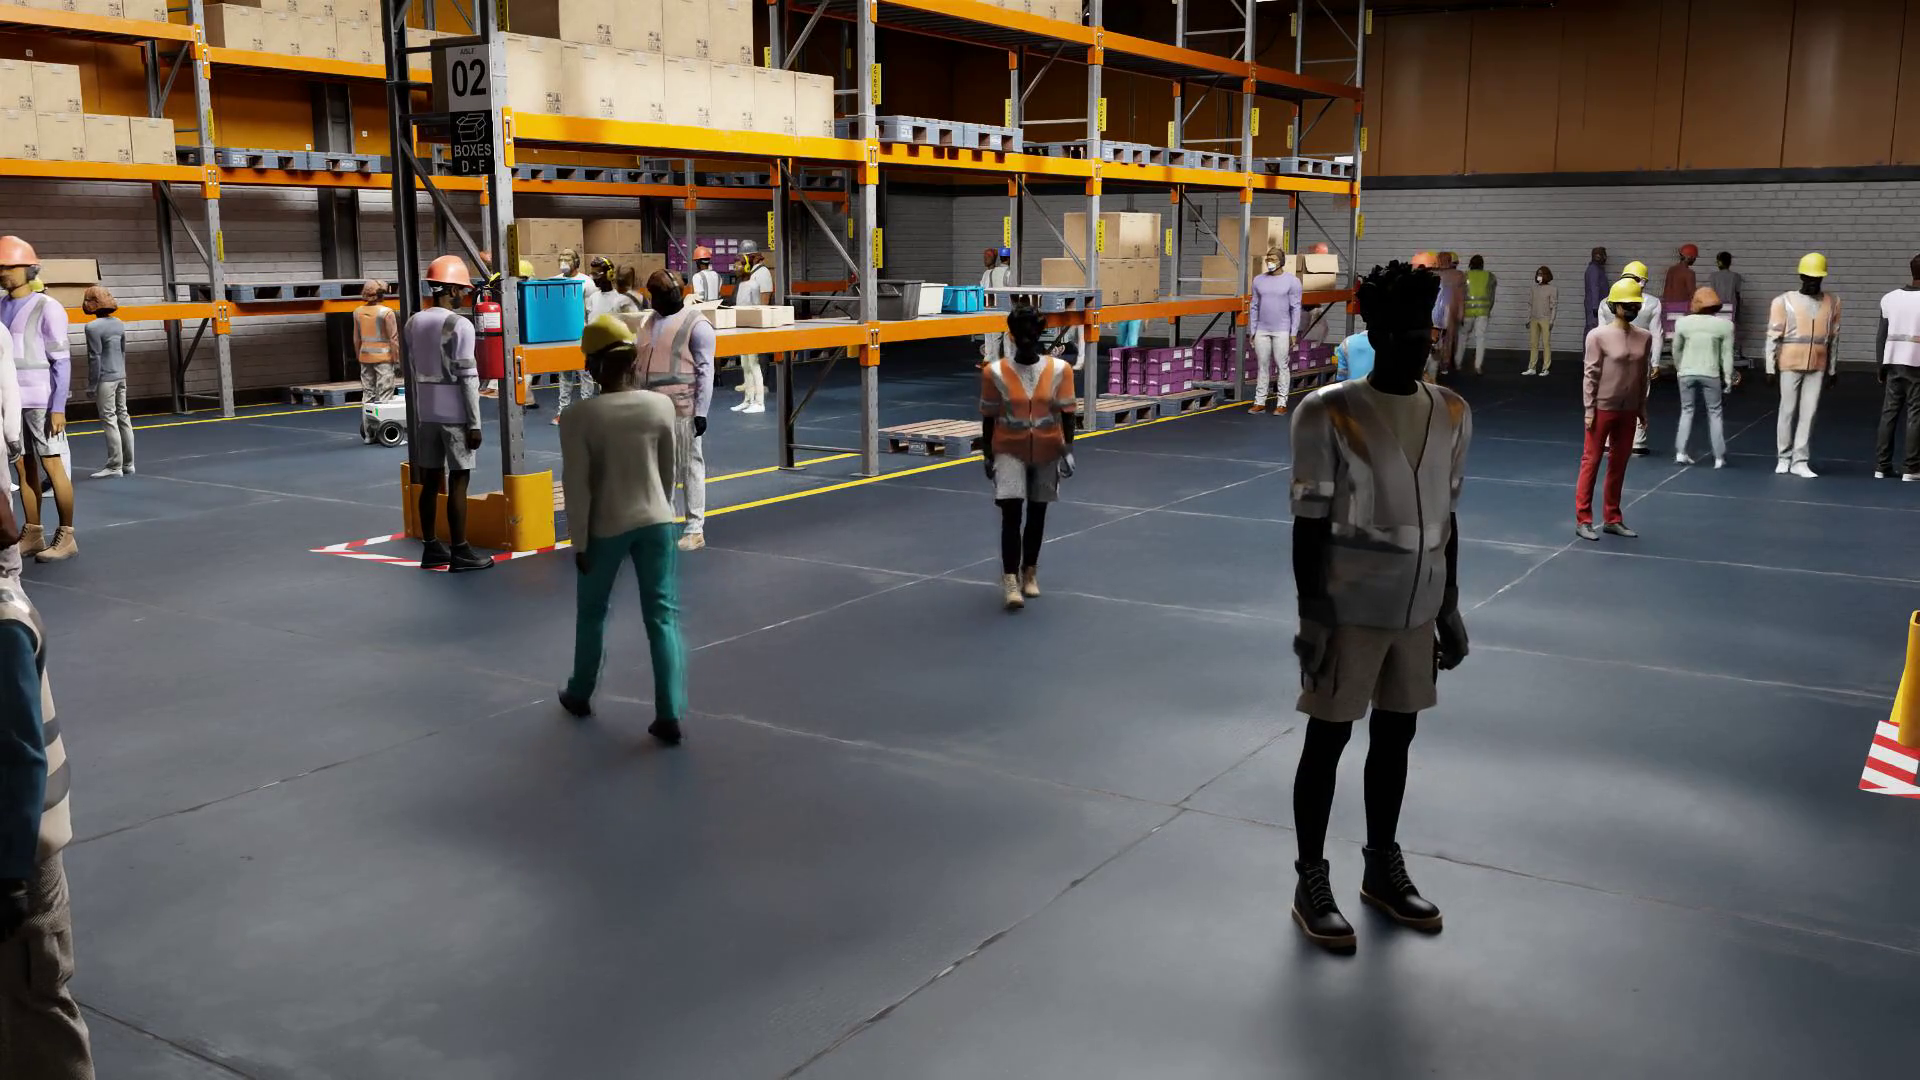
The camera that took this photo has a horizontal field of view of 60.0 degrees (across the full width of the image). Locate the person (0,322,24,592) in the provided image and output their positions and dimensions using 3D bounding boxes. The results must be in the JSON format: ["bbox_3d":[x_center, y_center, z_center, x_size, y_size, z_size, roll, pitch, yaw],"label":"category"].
[{"bbox_3d":[-5.525,-0.571,9.167,0.638,1.910,0.407,-8,13,-38],"label":"person"}]

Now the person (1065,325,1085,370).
[{"bbox_3d":[1.903,-3.584,26.067,0.647,1.828,0.573,6,12,31],"label":"person"}]

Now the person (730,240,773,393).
[{"bbox_3d":[-2.788,-2.968,22.078,0.536,2.000,0.672,-6,12,-29],"label":"person"}]

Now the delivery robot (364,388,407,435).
[{"bbox_3d":[-5.521,-1.270,16.525,0.707,0.478,0.477,-8,13,-39],"label":"delivery robot"}]

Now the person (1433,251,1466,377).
[{"bbox_3d":[7.169,-3.358,24.719,0.645,1.868,0.926,2,10,12],"label":"person"}]

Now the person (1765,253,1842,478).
[{"bbox_3d":[7.243,-1.498,14.280,0.621,1.919,0.488,1,10,4],"label":"person"}]

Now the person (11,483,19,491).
[{"bbox_3d":[-7.820,-1.304,13.237,0.399,1.906,0.642,4,11,22],"label":"person"}]

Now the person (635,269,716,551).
[{"bbox_3d":[-1.895,-0.848,10.901,0.621,1.838,0.429,7,12,33],"label":"person"}]

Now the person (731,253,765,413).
[{"bbox_3d":[-2.500,-2.427,19.567,0.310,1.864,0.533,-6,12,-31],"label":"person"}]

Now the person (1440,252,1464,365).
[{"bbox_3d":[7.953,-3.765,27.068,0.588,1.833,0.404,-6,12,-30],"label":"person"}]

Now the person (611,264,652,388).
[{"bbox_3d":[-3.063,-1.648,15.455,0.749,1.803,0.547,6,12,31],"label":"person"}]

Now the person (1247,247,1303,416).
[{"bbox_3d":[3.630,-2.405,19.237,0.627,1.941,0.374,7,13,36],"label":"person"}]

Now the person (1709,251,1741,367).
[{"bbox_3d":[11.666,-3.485,25.470,0.562,1.849,0.402,0,10,-2],"label":"person"}]

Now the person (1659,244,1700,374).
[{"bbox_3d":[10.946,-3.475,25.101,0.843,1.955,0.605,-1,10,-3],"label":"person"}]

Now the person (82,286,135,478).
[{"bbox_3d":[-7.302,-1.349,14.232,0.282,1.633,0.500,0,10,2],"label":"person"}]

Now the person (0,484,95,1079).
[{"bbox_3d":[-1.934,0.619,3.311,0.310,1.640,0.514,-10,14,-43],"label":"person"}]

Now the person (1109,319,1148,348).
[{"bbox_3d":[2.479,-3.235,24.168,0.581,1.822,0.715,4,11,22],"label":"person"}]

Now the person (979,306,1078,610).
[{"bbox_3d":[0.390,-0.445,9.160,0.538,1.658,0.810,-1,10,-6],"label":"person"}]

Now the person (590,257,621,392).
[{"bbox_3d":[-3.308,-1.724,15.697,0.505,1.860,0.311,7,12,34],"label":"person"}]

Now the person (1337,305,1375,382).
[{"bbox_3d":[2.746,-0.815,11.108,0.319,1.694,0.532,-7,13,-35],"label":"person"}]

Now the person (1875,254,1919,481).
[{"bbox_3d":[8.011,-1.453,14.029,0.370,1.915,0.597,-5,11,-26],"label":"person"}]

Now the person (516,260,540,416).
[{"bbox_3d":[-5.075,-2.344,19.323,0.605,1.798,0.894,2,10,9],"label":"person"}]

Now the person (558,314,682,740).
[{"bbox_3d":[-1.404,-0.062,6.854,0.529,1.725,0.844,-6,12,-31],"label":"person"}]

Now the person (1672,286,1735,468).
[{"bbox_3d":[6.638,-1.457,14.886,0.523,1.613,0.363,6,12,28],"label":"person"}]

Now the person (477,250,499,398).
[{"bbox_3d":[-6.031,-2.769,21.401,0.355,1.887,0.573,-7,12,-34],"label":"person"}]

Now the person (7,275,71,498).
[{"bbox_3d":[-7.262,-1.214,13.118,0.322,1.769,0.523,-9,13,-40],"label":"person"}]

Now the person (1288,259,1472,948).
[{"bbox_3d":[1.216,0.183,4.821,0.603,1.966,0.372,-4,11,-22],"label":"person"}]

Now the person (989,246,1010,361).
[{"bbox_3d":[0.689,-3.481,25.173,0.388,1.947,0.614,-8,13,-39],"label":"person"}]

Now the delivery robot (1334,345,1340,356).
[{"bbox_3d":[6.000,-2.799,25.000,0.707,0.478,0.477,4,11,19],"label":"delivery robot"}]

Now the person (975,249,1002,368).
[{"bbox_3d":[0.482,-3.641,26.242,0.355,1.884,0.575,-6,12,-28],"label":"person"}]

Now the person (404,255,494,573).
[{"bbox_3d":[-3.115,-0.764,10.183,0.542,1.929,0.381,6,12,30],"label":"person"}]

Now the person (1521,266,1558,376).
[{"bbox_3d":[8.688,-3.271,24.881,0.286,1.633,0.499,-7,12,-34],"label":"person"}]

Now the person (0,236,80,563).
[{"bbox_3d":[-5.871,-0.874,10.465,0.608,2.044,0.379,4,11,19],"label":"person"}]

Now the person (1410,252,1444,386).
[{"bbox_3d":[5.065,-2.173,18.083,0.938,1.904,0.557,10,14,44],"label":"person"}]

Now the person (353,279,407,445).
[{"bbox_3d":[-5.745,-1.746,16.419,0.523,1.638,0.310,4,11,23],"label":"person"}]

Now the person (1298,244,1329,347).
[{"bbox_3d":[5.623,-3.709,26.407,0.691,1.951,0.743,-3,11,-18],"label":"person"}]

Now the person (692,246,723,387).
[{"bbox_3d":[-3.500,-3.050,22.825,0.368,1.933,0.552,5,12,28],"label":"person"}]

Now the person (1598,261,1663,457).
[{"bbox_3d":[6.262,-1.682,15.559,0.588,1.822,0.403,7,13,35],"label":"person"}]

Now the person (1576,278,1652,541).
[{"bbox_3d":[4.449,-0.881,11.270,0.525,1.769,0.327,-3,11,-18],"label":"person"}]

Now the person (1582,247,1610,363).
[{"bbox_3d":[10.399,-3.825,27.188,0.410,1.913,0.643,3,11,16],"label":"person"}]

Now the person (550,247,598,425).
[{"bbox_3d":[-4.239,-2.210,18.161,0.630,1.940,0.372,3,11,17],"label":"person"}]

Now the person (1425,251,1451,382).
[{"bbox_3d":[6.268,-2.928,22.320,0.606,1.867,1.007,0,10,0],"label":"person"}]

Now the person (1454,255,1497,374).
[{"bbox_3d":[7.881,-3.458,25.527,0.609,1.781,0.952,1,10,8],"label":"person"}]
